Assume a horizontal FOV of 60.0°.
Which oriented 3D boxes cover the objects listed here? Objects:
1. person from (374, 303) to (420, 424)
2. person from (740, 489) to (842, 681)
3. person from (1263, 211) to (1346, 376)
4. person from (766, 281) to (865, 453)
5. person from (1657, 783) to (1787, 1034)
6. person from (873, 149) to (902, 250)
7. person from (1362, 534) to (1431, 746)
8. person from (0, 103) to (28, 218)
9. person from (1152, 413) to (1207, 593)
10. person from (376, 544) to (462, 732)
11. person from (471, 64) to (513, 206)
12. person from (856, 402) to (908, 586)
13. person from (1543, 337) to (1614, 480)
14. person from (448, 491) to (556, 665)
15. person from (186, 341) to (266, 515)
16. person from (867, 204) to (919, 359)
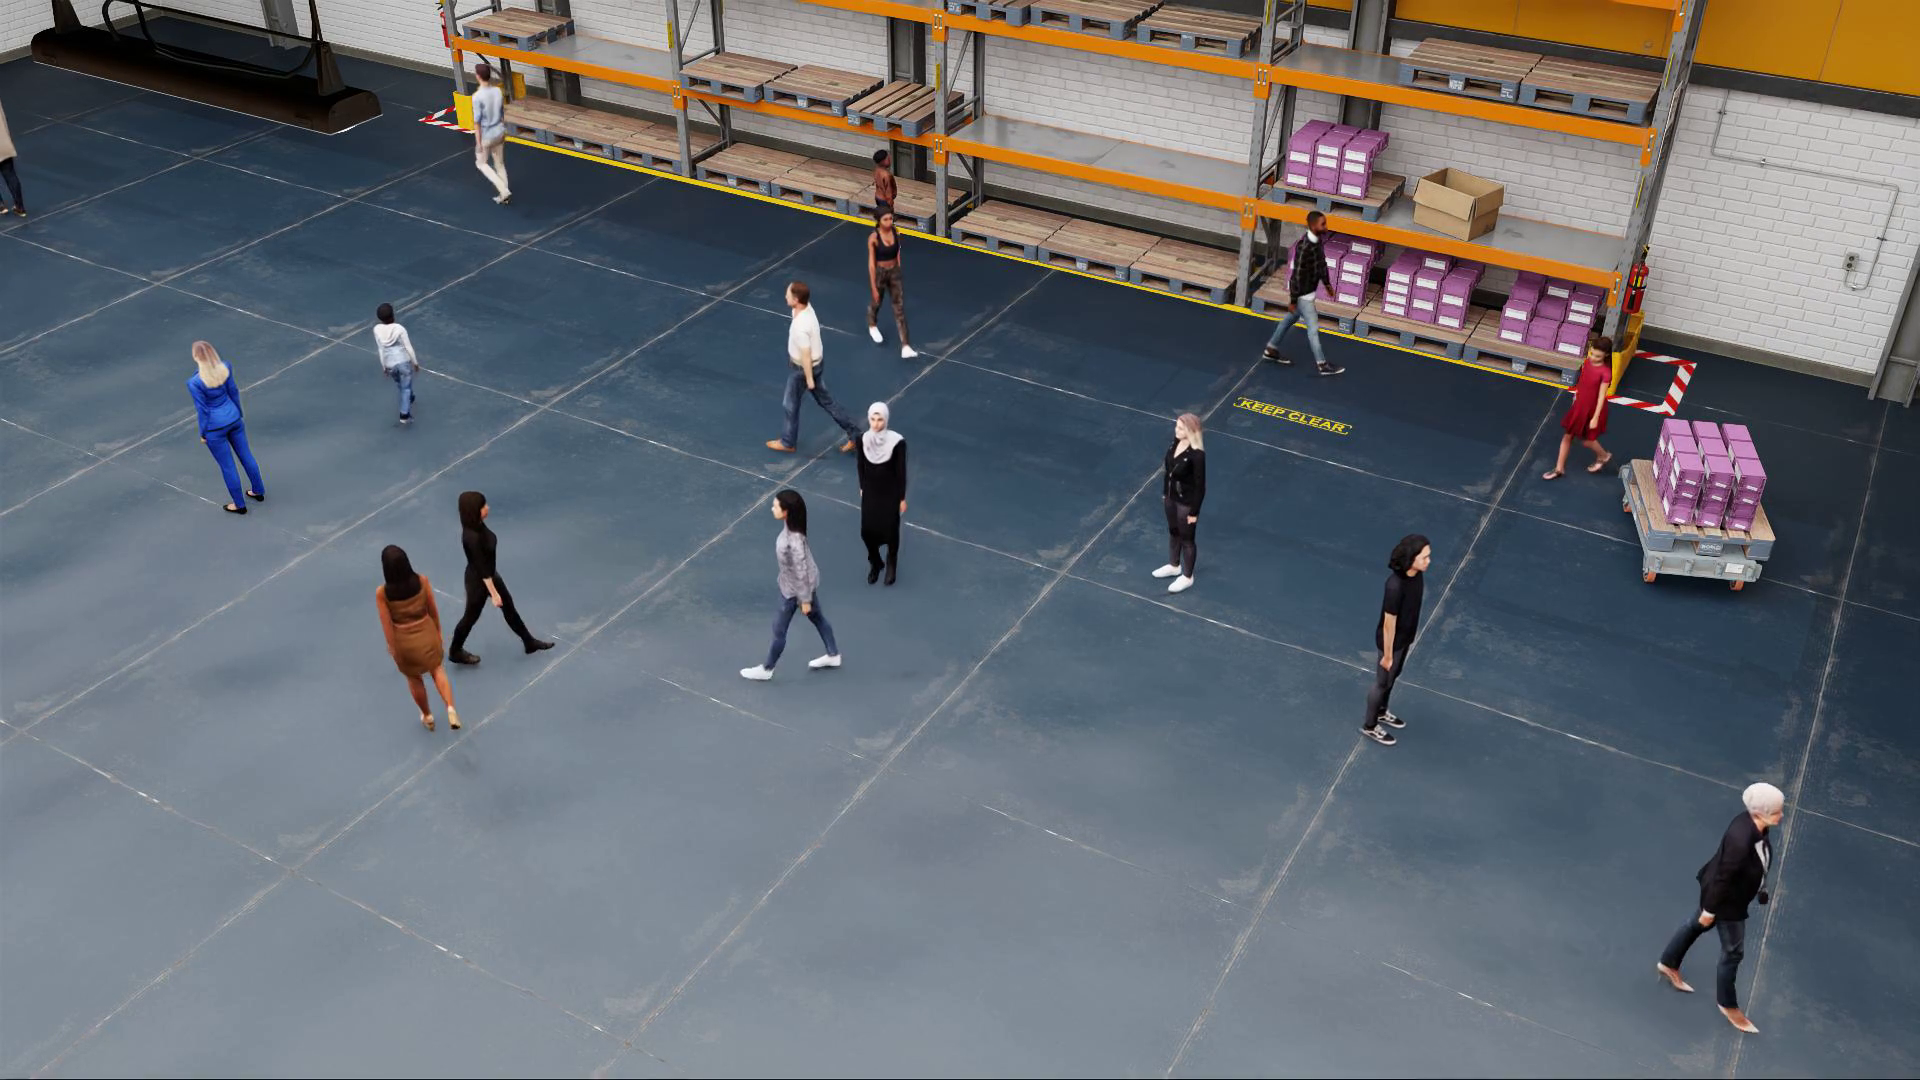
[{"bbox_3d":[-5.630,-1.755,16.614,0.858,1.242,0.783,3,34,4],"label":"person"},{"bbox_3d":[-1.172,0.360,13.024,1.149,1.695,1.017,-3,34,-5],"label":"person"},{"bbox_3d":[3.513,-2.609,17.418,1.150,1.774,0.710,16,37,22],"label":"person"},{"bbox_3d":[-1.348,-1.615,15.881,1.320,1.822,0.956,6,34,9],"label":"person"},{"bbox_3d":[4.637,2.187,10.254,0.965,1.756,0.830,24,40,31],"label":"person"},{"bbox_3d":[-0.924,-4.133,20.180,0.658,1.255,0.562,-17,37,-23],"label":"person"},{"bbox_3d":[3.238,0.700,12.392,0.534,1.827,0.631,20,38,27],"label":"person"},{"bbox_3d":[-12.096,-4.925,20.811,0.709,1.875,0.749,24,41,32],"label":"person"},{"bbox_3d":[1.900,-0.334,14.075,0.759,1.686,0.658,-15,36,-21],"label":"person"},{"bbox_3d":[-4.028,0.795,12.381,0.738,1.681,0.864,-21,39,-29],"label":"person"},{"bbox_3d":[-5.895,-5.101,21.112,0.710,1.836,0.673,20,39,28],"label":"person"},{"bbox_3d":[-0.629,-0.420,14.135,0.680,1.764,0.767,5,34,8],"label":"person"},{"bbox_3d":[5.948,-1.236,15.576,0.920,1.527,0.923,-11,35,-16],"label":"person"},{"bbox_3d":[-3.858,0.350,13.129,1.128,1.594,1.016,-5,34,-8],"label":"person"},{"bbox_3d":[-6.697,-1.038,15.121,0.549,1.700,0.631,15,37,22],"label":"person"},{"bbox_3d":[-0.850,-2.805,17.829,0.981,1.647,1.245,-19,38,-26],"label":"person"}]
